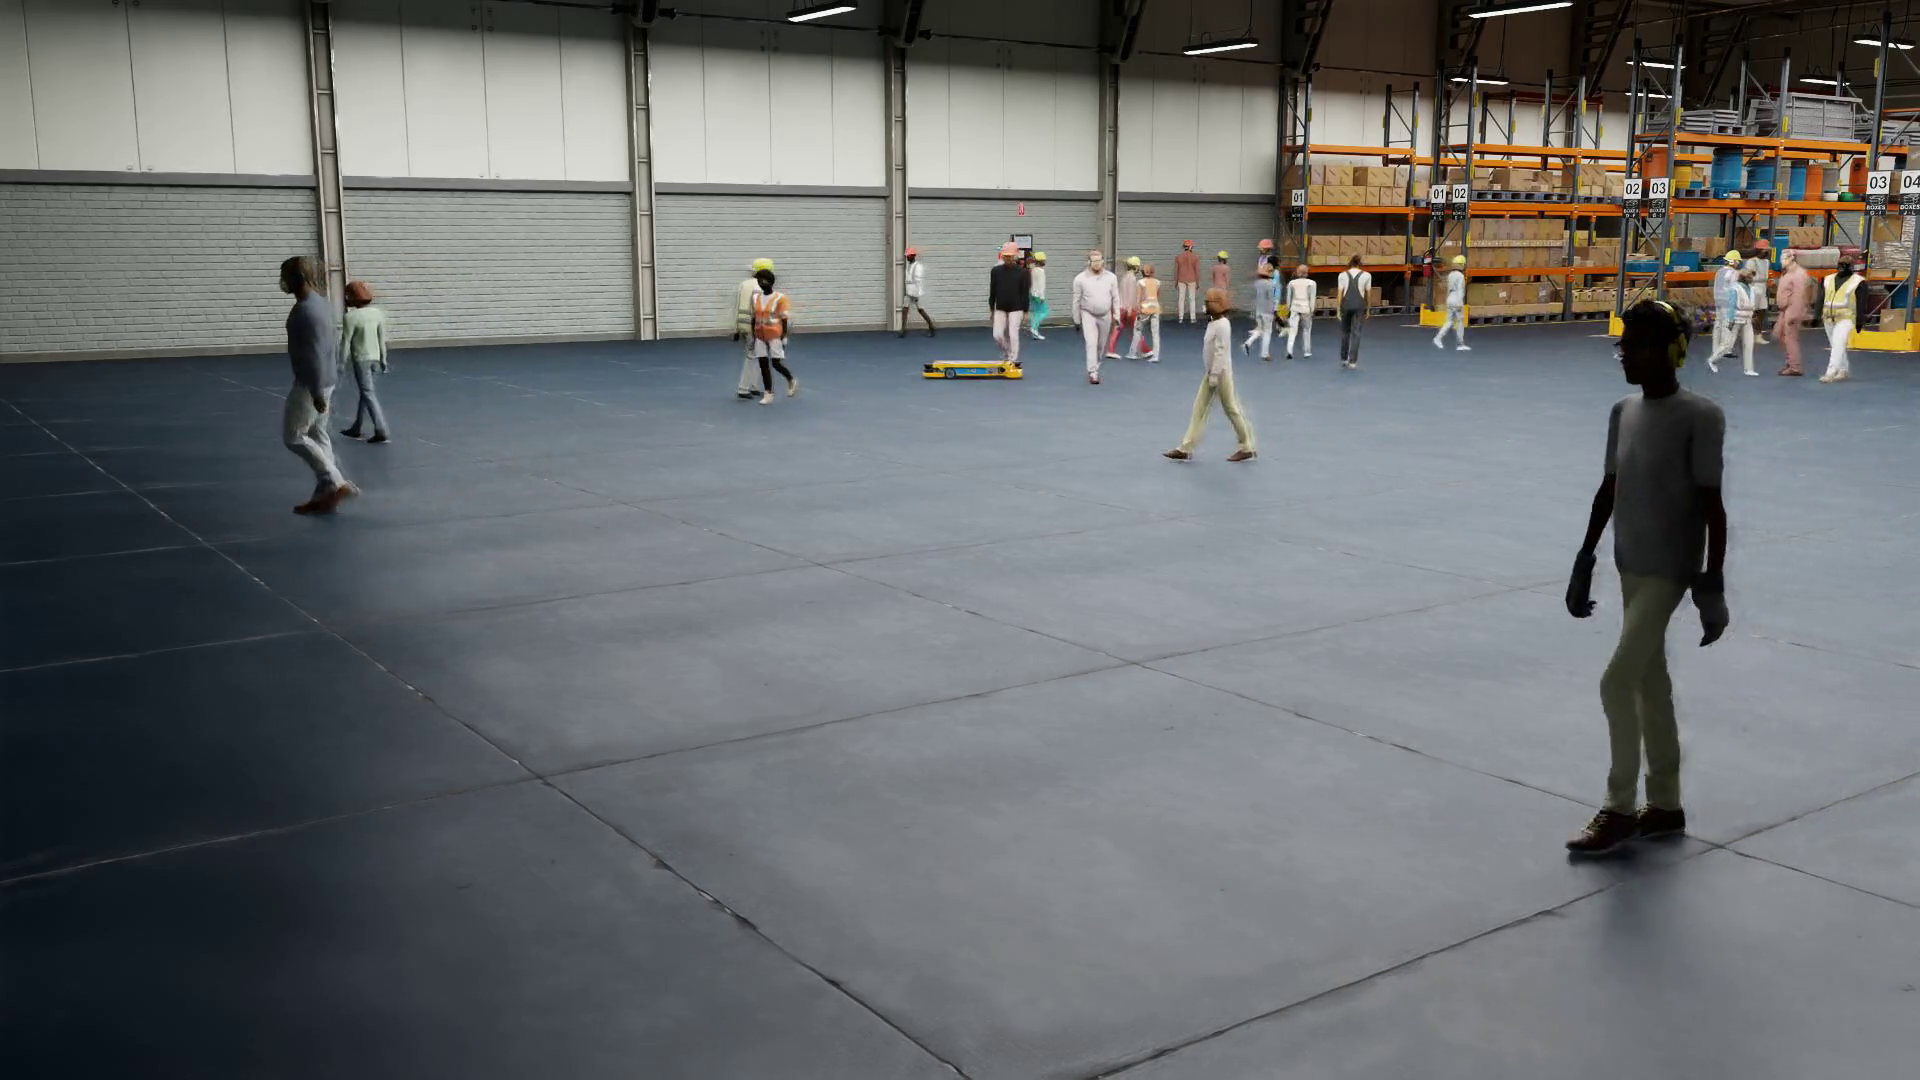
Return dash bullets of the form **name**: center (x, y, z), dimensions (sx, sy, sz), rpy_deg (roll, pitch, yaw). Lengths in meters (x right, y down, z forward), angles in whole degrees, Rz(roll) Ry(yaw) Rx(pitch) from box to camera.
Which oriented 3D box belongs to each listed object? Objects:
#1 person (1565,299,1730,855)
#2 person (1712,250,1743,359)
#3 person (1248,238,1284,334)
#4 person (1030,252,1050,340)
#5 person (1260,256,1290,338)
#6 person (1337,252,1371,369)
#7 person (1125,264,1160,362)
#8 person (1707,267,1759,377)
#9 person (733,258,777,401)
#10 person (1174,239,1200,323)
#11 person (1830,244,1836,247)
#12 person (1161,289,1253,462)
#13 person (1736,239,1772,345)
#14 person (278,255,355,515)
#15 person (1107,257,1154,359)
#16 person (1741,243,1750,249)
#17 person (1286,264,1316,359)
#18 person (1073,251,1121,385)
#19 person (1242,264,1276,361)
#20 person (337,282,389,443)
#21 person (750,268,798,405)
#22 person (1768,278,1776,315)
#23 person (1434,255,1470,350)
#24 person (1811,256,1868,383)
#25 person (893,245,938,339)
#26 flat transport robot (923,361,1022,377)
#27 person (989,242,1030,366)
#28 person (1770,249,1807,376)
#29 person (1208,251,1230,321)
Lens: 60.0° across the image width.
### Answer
- **person**: center (2.224, 0.131, 5.558), dimensions (0.685, 1.845, 0.568), rpy_deg (-2, 11, -13)
- **person**: center (13.010, -3.986, 28.191), dimensions (0.404, 1.829, 0.591), rpy_deg (-1, 10, -6)
- **person**: center (6.540, -5.389, 35.351), dimensions (0.765, 2.028, 0.619), rpy_deg (-2, 11, -13)
- **person**: center (1.601, -4.885, 33.300), dimensions (0.366, 1.750, 0.548), rpy_deg (-4, 11, -20)
- **person**: center (6.387, -4.942, 33.850), dimensions (0.680, 1.682, 0.541), rpy_deg (2, 10, 8)
- **person**: center (6.186, -3.601, 26.134), dimensions (0.509, 1.798, 0.947), rpy_deg (3, 11, 17)
- **person**: center (3.039, -3.745, 27.464), dimensions (0.513, 1.604, 0.786), rpy_deg (-6, 12, -28)
- **person**: center (11.564, -3.255, 24.766), dimensions (0.527, 1.607, 0.759), rpy_deg (-4, 11, -23)
- **person**: center (-2.574, -2.632, 20.869), dimensions (0.608, 1.788, 0.611), rpy_deg (-7, 12, -33)
- **person**: center (5.461, -6.216, 39.977), dimensions (0.610, 1.989, 0.392), rpy_deg (3, 11, 16)
- **person**: center (23.820, -7.169, 45.570), dimensions (0.721, 1.864, 0.580), rpy_deg (-9, 14, -41)
- **person**: center (2.309, -1.492, 15.173), dimensions (0.847, 1.582, 0.515), rpy_deg (-1, 10, -8)
- **person**: center (15.231, -4.757, 31.903), dimensions (0.610, 2.027, 0.691), rpy_deg (-6, 12, -31)
- **person**: center (-4.809, -1.126, 12.258), dimensions (0.428, 1.920, 0.632), rpy_deg (-3, 11, -15)
- **person**: center (2.904, -3.920, 28.129), dimensions (0.902, 1.714, 0.542), rpy_deg (-3, 11, -14)
- **person**: center (18.538, -6.102, 39.595), dimensions (0.947, 1.911, 0.623), rpy_deg (-6, 12, -30)
- **person**: center (5.774, -3.880, 28.263), dimensions (0.519, 1.596, 0.862), rpy_deg (5, 11, 25)
- **person**: center (1.927, -3.162, 23.589), dimensions (0.641, 1.864, 0.977), rpy_deg (-2, 11, -12)
- **person**: center (4.976, -3.746, 27.454), dimensions (0.496, 1.617, 0.507), rpy_deg (-5, 11, -24)
- **person**: center (-6.008, -1.766, 16.616), dimensions (0.628, 1.607, 0.519), rpy_deg (4, 11, 20)
- **person**: center (-2.314, -2.508, 20.517), dimensions (0.540, 1.678, 0.515), rpy_deg (5, 12, 27)
- **person**: center (21.105, -6.858, 43.649), dimensions (0.585, 1.934, 0.382), rpy_deg (8, 13, 38)
- **person**: center (8.991, -4.315, 30.285), dimensions (0.639, 1.720, 0.502), rpy_deg (-2, 11, -13)
- **person**: center (12.572, -3.153, 23.729), dimensions (0.956, 1.801, 0.634), rpy_deg (-6, 12, -29)
- **person**: center (-0.884, -5.042, 33.833), dimensions (1.001, 1.895, 0.554), rpy_deg (-7, 12, -33)
- **flat transport robot**: center (0.187, -2.511, 24.379), dimensions (1.431, 0.197, 0.652), rpy_deg (0, 10, 2)
- **person**: center (0.721, -3.418, 24.645), dimensions (0.640, 1.977, 0.440), rpy_deg (3, 11, 18)
- **person**: center (12.328, -3.375, 24.704), dimensions (0.448, 1.881, 0.713), rpy_deg (2, 11, 11)
- **person**: center (5.802, -5.609, 37.347), dimensions (0.622, 1.747, 0.525), rpy_deg (-7, 12, -33)
